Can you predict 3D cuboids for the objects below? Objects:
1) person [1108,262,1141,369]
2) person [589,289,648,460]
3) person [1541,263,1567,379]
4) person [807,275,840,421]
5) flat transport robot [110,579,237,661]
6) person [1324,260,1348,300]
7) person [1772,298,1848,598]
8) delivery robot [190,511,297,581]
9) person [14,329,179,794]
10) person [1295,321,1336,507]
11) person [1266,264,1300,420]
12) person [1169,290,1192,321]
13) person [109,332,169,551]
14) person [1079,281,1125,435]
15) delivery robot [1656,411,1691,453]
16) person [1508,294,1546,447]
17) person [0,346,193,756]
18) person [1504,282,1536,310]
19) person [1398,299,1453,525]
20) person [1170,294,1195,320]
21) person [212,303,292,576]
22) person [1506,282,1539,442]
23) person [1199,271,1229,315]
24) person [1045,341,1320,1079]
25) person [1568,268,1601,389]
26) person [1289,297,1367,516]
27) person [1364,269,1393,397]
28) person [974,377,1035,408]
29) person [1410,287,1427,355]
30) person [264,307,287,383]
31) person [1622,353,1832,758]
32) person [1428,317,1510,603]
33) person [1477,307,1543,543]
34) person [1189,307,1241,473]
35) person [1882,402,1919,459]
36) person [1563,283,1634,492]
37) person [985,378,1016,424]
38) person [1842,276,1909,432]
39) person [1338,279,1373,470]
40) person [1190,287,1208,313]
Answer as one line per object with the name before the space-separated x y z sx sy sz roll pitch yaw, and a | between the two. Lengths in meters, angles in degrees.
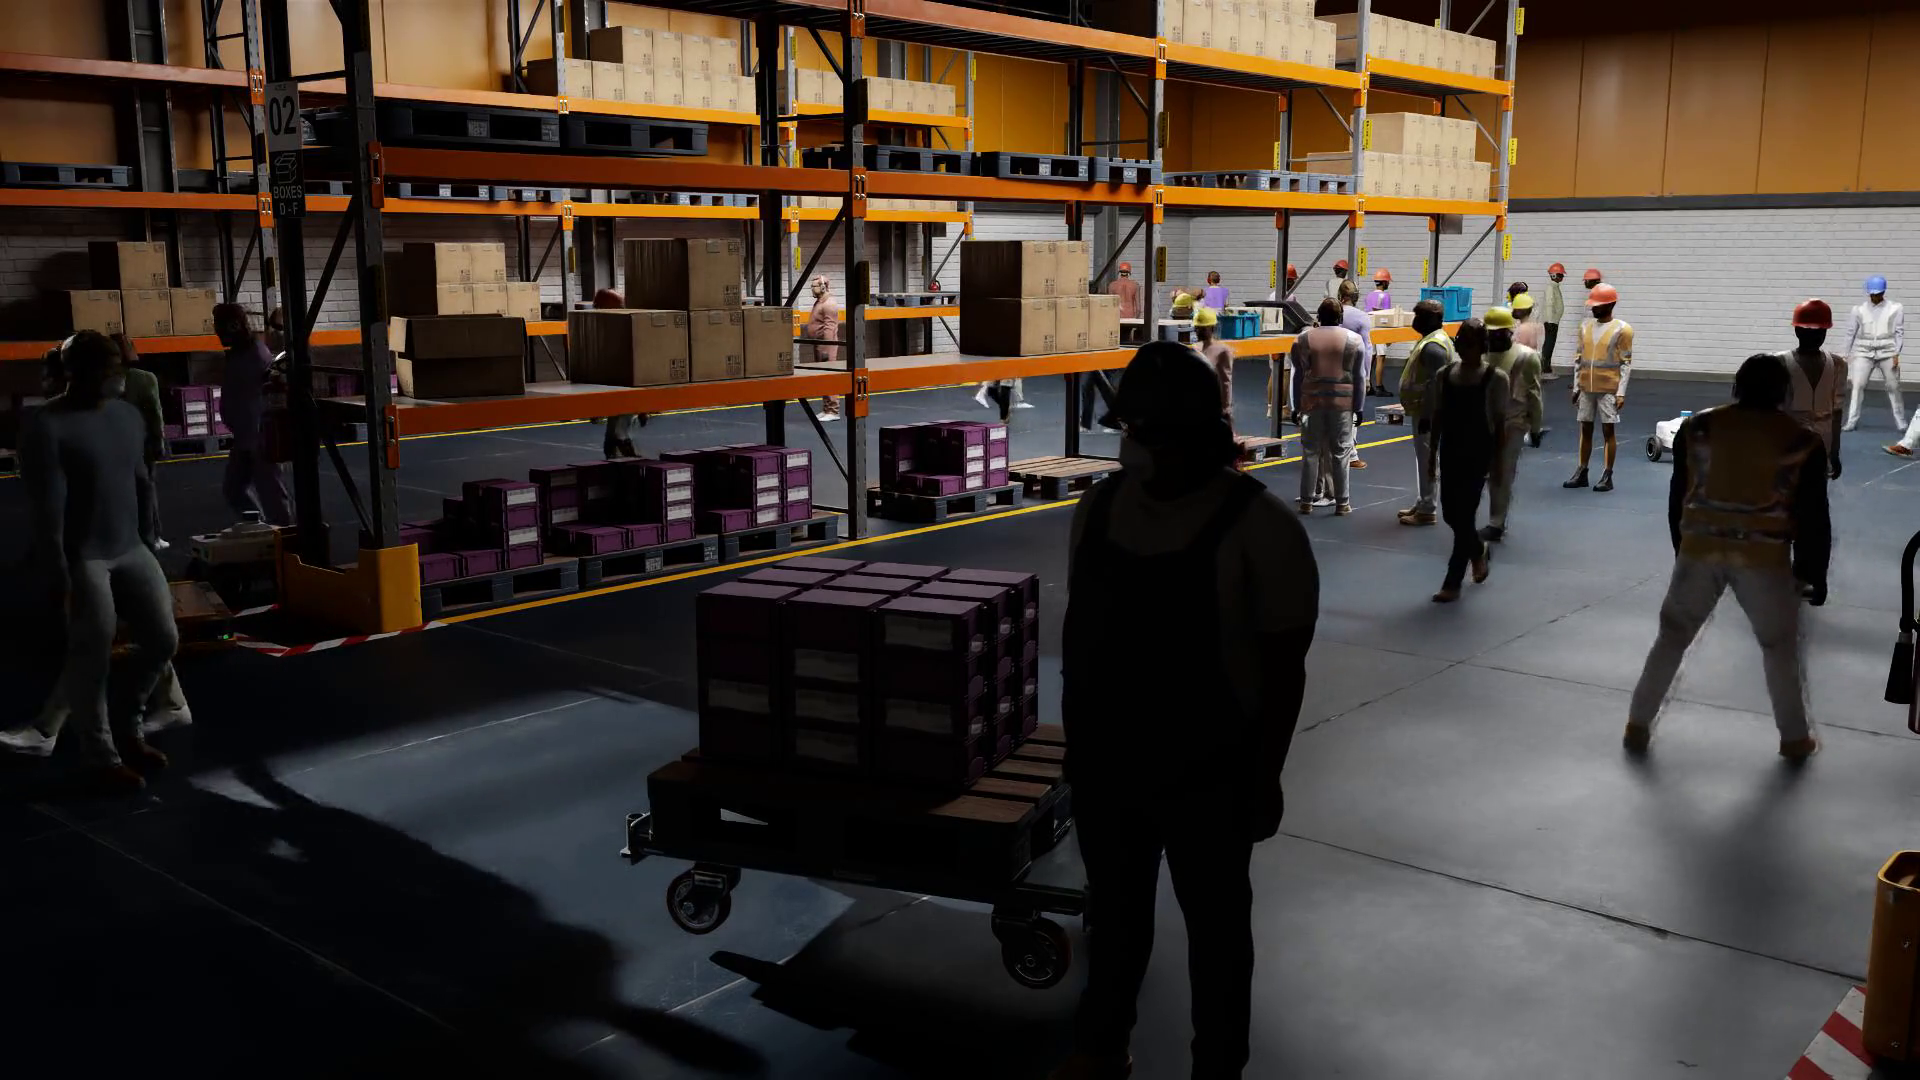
person | 3.059 -4.180 31.037 0.624 1.992 0.386 0 10 2
person | -2.973 -1.143 13.987 0.830 1.902 0.585 -9 13 -40
person | 10.250 -3.778 28.748 0.382 1.993 0.622 5 11 26
person | -1.804 -2.504 21.774 0.398 1.901 0.645 -3 10 -18
flat transport robot | -4.649 0.439 9.644 0.652 0.197 1.431 -6 12 -30
person | 6.975 -4.118 30.573 0.393 2.034 0.605 -8 13 -40
person | 5.413 -0.580 10.706 0.552 1.934 0.373 0 10 2
delivery robot | -4.567 0.054 10.760 0.707 0.478 0.477 -8 13 -39
person | -3.566 0.096 6.891 0.420 1.926 0.669 3 10 18
person | 3.184 -1.114 14.590 0.307 1.641 0.514 -3 10 -15
person | 4.263 -2.595 21.877 0.371 2.044 0.608 -4 11 -22
person | 3.274 -2.916 24.856 0.309 1.639 0.514 9 13 41
person | -6.174 -0.719 12.354 0.503 1.636 0.280 -3 10 -14
person | 1.624 -2.201 20.130 0.899 1.868 0.613 -2 10 -11
delivery robot | 7.555 -1.100 17.332 0.477 0.478 0.707 0 10 -1
person | 6.257 -1.862 18.529 0.410 1.749 0.550 6 12 30
person | -3.945 0.050 7.450 0.493 1.815 0.959 9 13 41
person | 9.269 -3.428 27.598 0.535 1.700 0.318 0 10 2
person | 3.800 -1.043 13.614 0.429 1.841 0.633 2 10 13
person | 2.520 -1.922 18.905 0.323 1.741 0.492 -7 12 -35
person | -4.879 -0.691 11.483 0.481 1.877 0.686 -6 12 -32
person | 6.463 -2.067 19.382 0.517 1.865 0.334 0 10 -1
person | 4.518 -3.865 29.657 0.566 1.849 0.387 -2 10 -12
person | 0.507 0.512 4.194 0.681 2.000 0.536 8 13 38
person | 10.049 -3.371 26.613 0.468 1.928 0.563 4 11 19
person | 3.106 -1.123 14.061 0.633 1.846 0.429 3 10 15
person | 6.379 -3.144 25.295 0.361 1.939 0.543 -5 11 -24
person | 0.607 -2.638 23.407 0.818 1.600 0.503 -1 10 -6
person | 6.792 -2.823 24.083 0.547 1.725 0.853 2 10 13
person | -7.278 -1.690 17.914 0.496 1.629 0.277 7 12 34
person | 3.468 0.081 7.397 0.788 1.795 0.530 6 11 29
person | 3.311 -0.535 10.793 0.513 1.823 0.810 9 14 43
person | 4.092 -0.873 12.788 0.757 1.809 0.600 -8 13 -38
person | 2.246 -1.213 14.843 0.527 1.745 0.687 8 13 40
person | 10.262 -1.715 17.481 0.928 1.823 0.653 4 11 21
person | 5.940 -1.414 15.474 0.374 1.929 0.542 -8 13 -38
person | 0.546 -2.149 20.387 0.536 1.677 0.579 5 11 28
person | 11.274 -2.265 20.373 0.822 1.918 0.588 7 12 36
person | 3.915 -1.678 16.955 0.355 1.936 0.636 -9 13 -42
person | 3.788 -3.377 27.560 0.624 1.612 0.325 1 10 3
